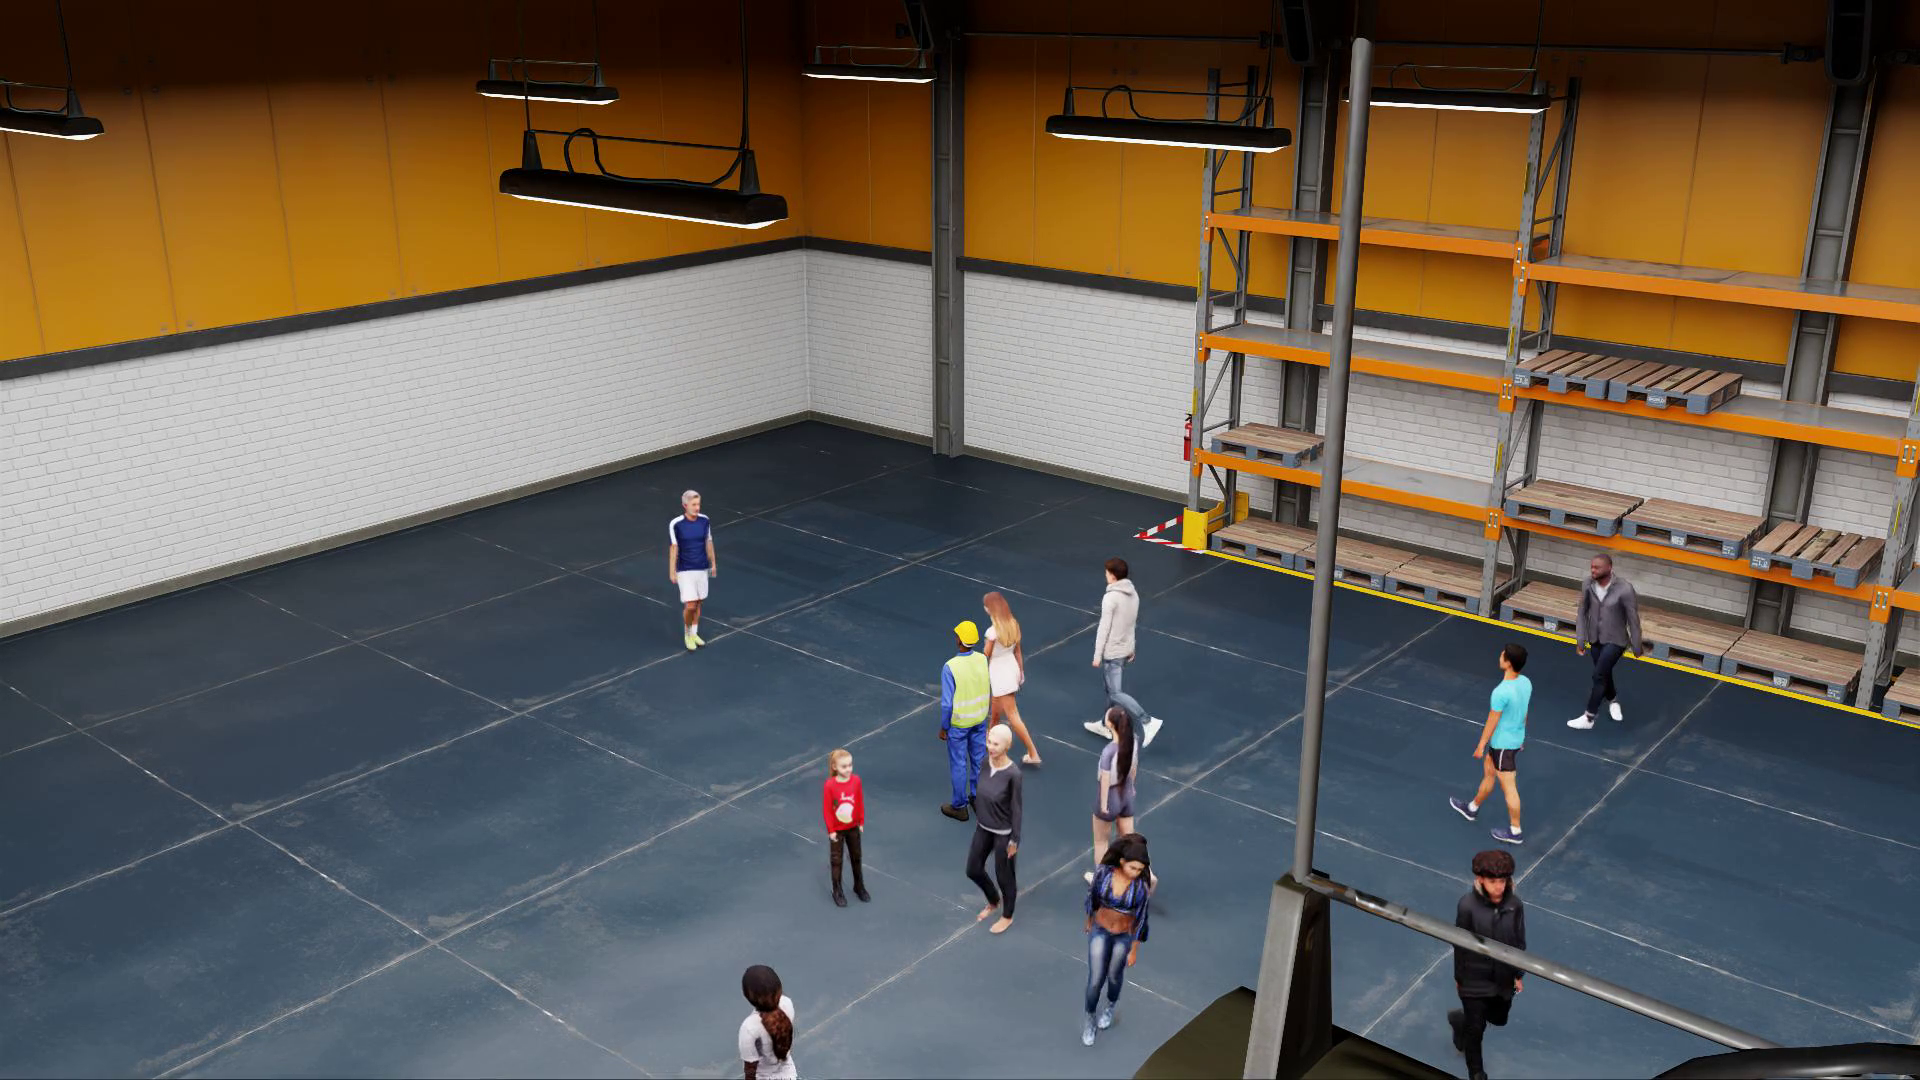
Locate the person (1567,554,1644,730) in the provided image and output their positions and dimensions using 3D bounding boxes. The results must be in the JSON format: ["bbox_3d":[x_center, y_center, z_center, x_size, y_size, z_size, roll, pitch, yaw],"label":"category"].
[{"bbox_3d":[6.374,0.986,16.223,0.985,1.762,1.064,-16,24,-39],"label":"person"}]

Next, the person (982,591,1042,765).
[{"bbox_3d":[0.464,1.324,15.409,1.123,1.641,0.630,15,24,38],"label":"person"}]

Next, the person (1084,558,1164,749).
[{"bbox_3d":[1.573,1.096,15.789,1.139,1.830,0.791,10,21,27],"label":"person"}]

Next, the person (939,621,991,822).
[{"bbox_3d":[0.046,1.554,14.457,0.728,1.813,0.672,-12,22,-33],"label":"person"}]

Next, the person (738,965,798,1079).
[{"bbox_3d":[-1.026,3.238,9.637,1.002,1.699,0.603,15,24,37],"label":"person"}]

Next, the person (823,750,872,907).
[{"bbox_3d":[-0.943,2.260,13.199,0.589,1.278,0.639,-9,21,-26],"label":"person"}]

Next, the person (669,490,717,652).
[{"bbox_3d":[-2.977,0.302,18.165,0.713,1.820,0.716,-14,23,-36],"label":"person"}]

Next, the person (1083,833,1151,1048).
[{"bbox_3d":[1.049,2.701,11.416,0.767,1.580,0.827,10,21,27],"label":"person"}]

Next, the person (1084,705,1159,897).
[{"bbox_3d":[1.300,2.089,13.154,0.720,1.631,0.979,-15,24,-38],"label":"person"}]

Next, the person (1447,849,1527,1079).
[{"bbox_3d":[3.420,2.794,10.863,1.028,1.758,1.140,-3,19,-9],"label":"person"}]

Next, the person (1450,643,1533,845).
[{"bbox_3d":[4.681,1.743,13.988,0.951,1.754,0.663,17,25,40],"label":"person"}]

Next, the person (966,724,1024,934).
[{"bbox_3d":[0.342,2.176,12.764,0.533,1.714,0.702,17,25,41],"label":"person"}]
